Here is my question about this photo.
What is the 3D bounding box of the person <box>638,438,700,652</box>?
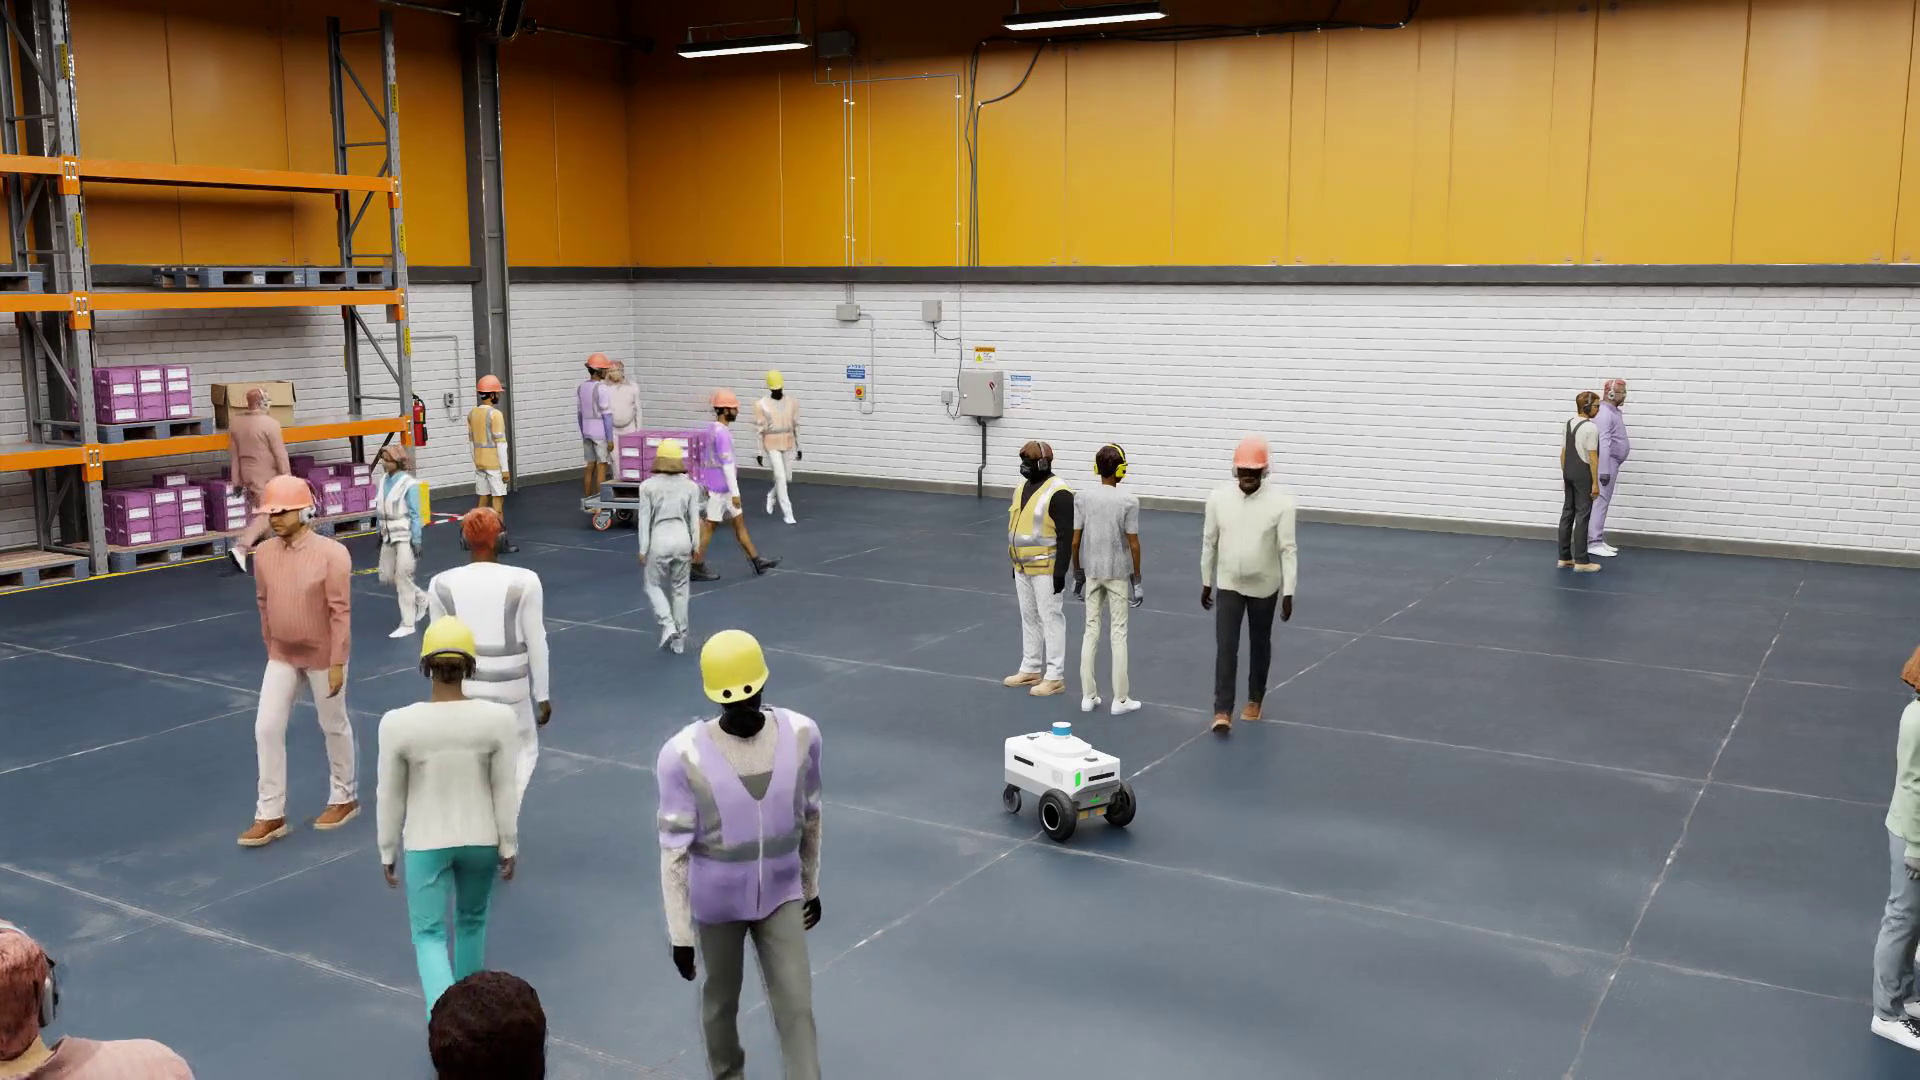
[{"bbox_3d":[-2.310,0.055,13.236,0.504,1.729,0.407,-4,10,-25],"label":"person"}]

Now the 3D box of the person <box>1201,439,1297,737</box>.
[{"bbox_3d":[1.892,0.308,10.959,0.647,1.947,1.000,3,10,17],"label":"person"}]

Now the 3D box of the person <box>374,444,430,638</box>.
[{"bbox_3d":[-4.644,-0.006,13.949,0.524,1.620,0.456,7,11,36],"label":"person"}]

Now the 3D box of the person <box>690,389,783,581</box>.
[{"bbox_3d":[-2.233,-0.532,16.387,0.981,1.890,0.572,-2,9,-13],"label":"person"}]

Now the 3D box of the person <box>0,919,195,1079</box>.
[{"bbox_3d":[-1.698,1.614,3.137,1.003,1.863,0.655,8,12,40],"label":"person"}]

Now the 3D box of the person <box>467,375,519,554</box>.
[{"bbox_3d":[-5.072,-0.814,18.025,0.542,1.938,0.357,7,11,36],"label":"person"}]

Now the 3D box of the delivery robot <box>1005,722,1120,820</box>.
[{"bbox_3d":[0.557,1.247,9.168,0.477,0.478,0.707,-6,11,-34],"label":"delivery robot"}]

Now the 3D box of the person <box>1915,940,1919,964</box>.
[{"bbox_3d":[4.302,1.011,6.940,0.381,1.848,0.491,6,11,33],"label":"person"}]

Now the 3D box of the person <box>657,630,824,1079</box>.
[{"bbox_3d":[-0.689,1.216,5.551,0.607,1.867,0.994,-4,10,-26],"label":"person"}]

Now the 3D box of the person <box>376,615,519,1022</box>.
[{"bbox_3d":[-1.923,1.165,6.312,0.525,1.741,0.771,-4,10,-22],"label":"person"}]

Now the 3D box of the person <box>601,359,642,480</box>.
[{"bbox_3d":[-4.606,-1.497,22.453,0.645,1.888,0.434,-3,9,-15],"label":"person"}]

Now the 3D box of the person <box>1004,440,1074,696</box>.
[{"bbox_3d":[0.560,0.197,12.012,0.429,1.842,0.633,-6,11,-31],"label":"person"}]

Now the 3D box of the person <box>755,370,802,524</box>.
[{"bbox_3d":[-2.243,-1.151,20.346,0.625,1.877,0.779,-6,11,-33],"label":"person"}]

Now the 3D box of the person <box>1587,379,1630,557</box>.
[{"bbox_3d":[6.995,-0.782,17.930,0.403,1.904,0.652,4,10,24],"label":"person"}]

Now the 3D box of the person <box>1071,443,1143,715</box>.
[{"bbox_3d":[1.016,0.268,11.484,0.533,1.868,0.310,5,10,28],"label":"person"}]

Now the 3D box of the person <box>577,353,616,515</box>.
[{"bbox_3d":[-4.533,-1.325,20.885,0.615,2.040,0.391,8,12,42],"label":"person"}]

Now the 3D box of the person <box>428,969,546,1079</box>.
[{"bbox_3d":[-0.768,1.647,2.880,0.592,1.865,0.931,-3,10,-18],"label":"person"}]

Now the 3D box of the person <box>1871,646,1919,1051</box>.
[{"bbox_3d":[3.820,1.173,6.567,0.280,1.633,0.500,8,12,41],"label":"person"}]

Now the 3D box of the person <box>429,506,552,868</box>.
[{"bbox_3d":[-2.362,0.766,8.363,0.603,1.872,0.489,0,9,0],"label":"person"}]

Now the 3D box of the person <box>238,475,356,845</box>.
[{"bbox_3d":[-3.536,0.644,8.843,0.618,1.963,0.844,2,9,11],"label":"person"}]

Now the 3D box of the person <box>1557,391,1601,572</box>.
[{"bbox_3d":[6.335,-0.597,16.974,0.345,1.841,0.506,-3,10,-17],"label":"person"}]

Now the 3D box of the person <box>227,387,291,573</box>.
[{"bbox_3d":[-7.190,-0.618,17.006,0.638,1.877,0.832,6,11,31],"label":"person"}]
